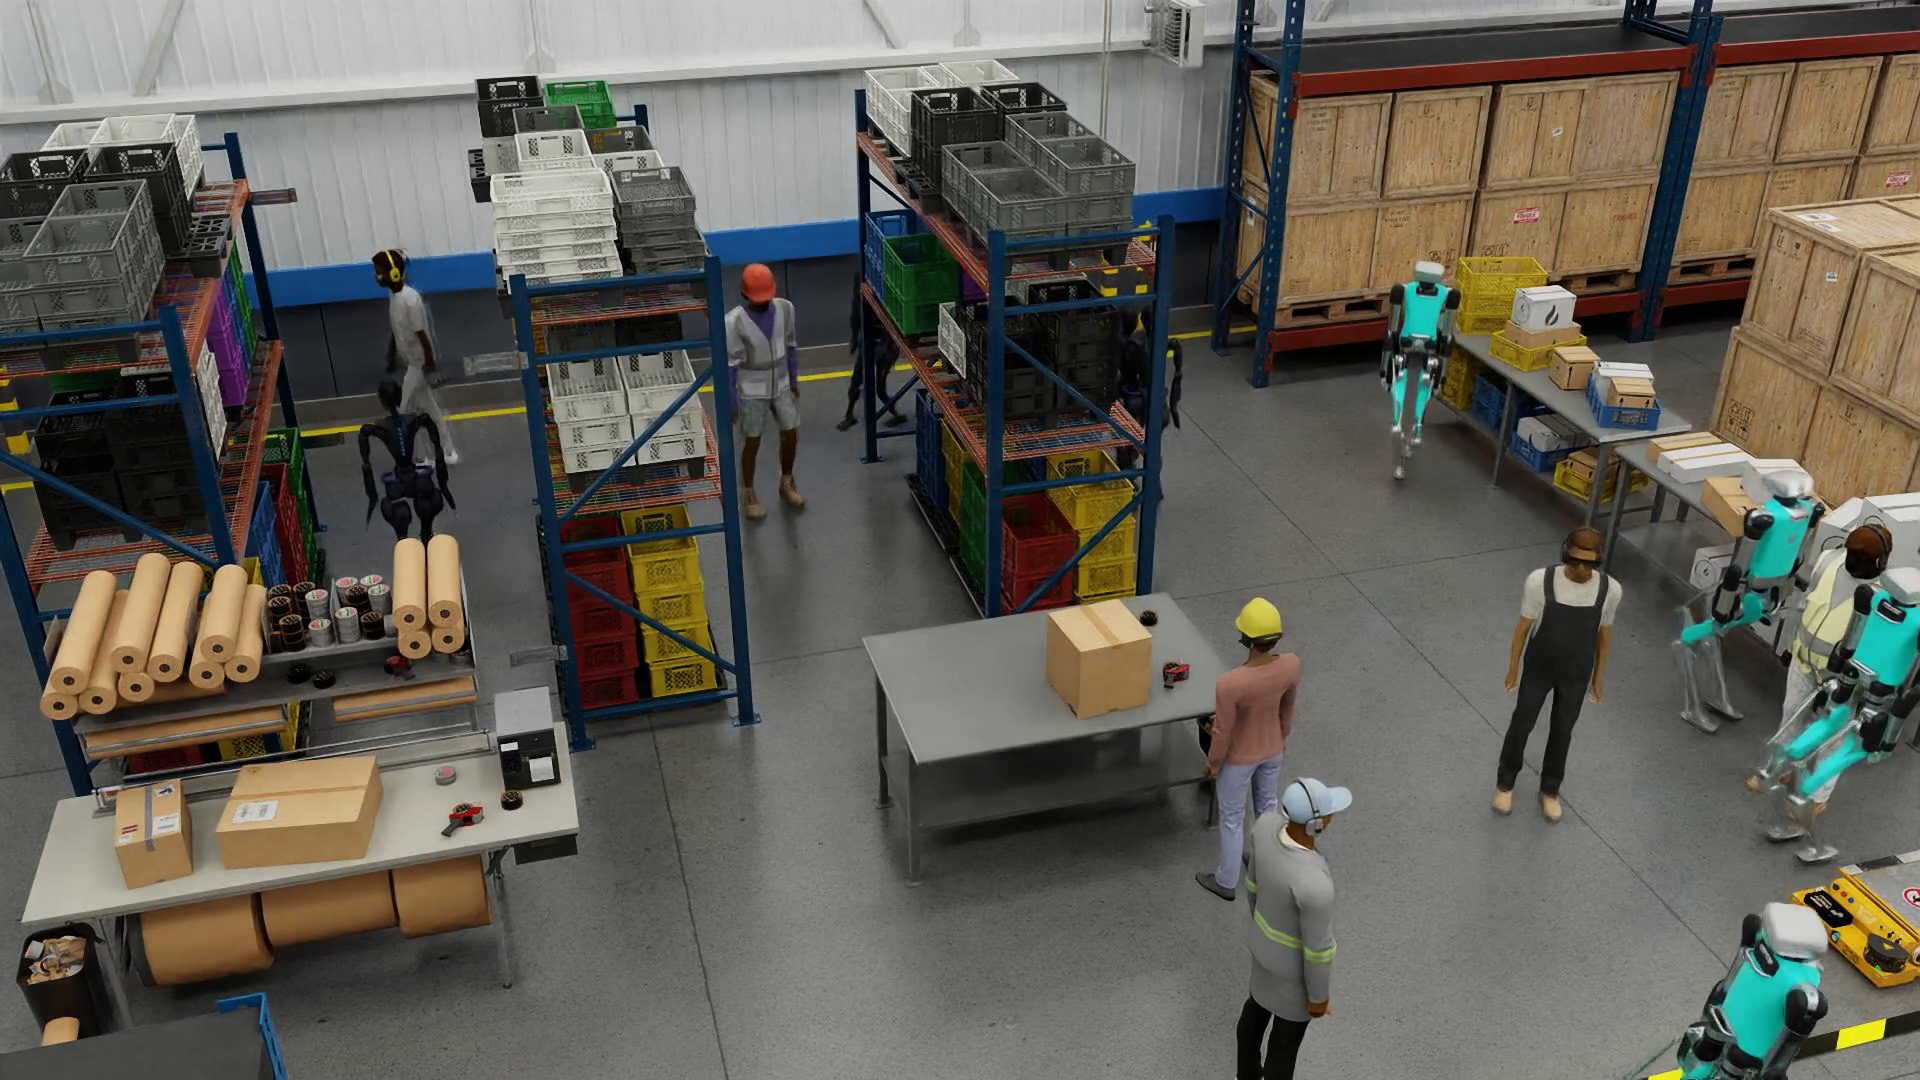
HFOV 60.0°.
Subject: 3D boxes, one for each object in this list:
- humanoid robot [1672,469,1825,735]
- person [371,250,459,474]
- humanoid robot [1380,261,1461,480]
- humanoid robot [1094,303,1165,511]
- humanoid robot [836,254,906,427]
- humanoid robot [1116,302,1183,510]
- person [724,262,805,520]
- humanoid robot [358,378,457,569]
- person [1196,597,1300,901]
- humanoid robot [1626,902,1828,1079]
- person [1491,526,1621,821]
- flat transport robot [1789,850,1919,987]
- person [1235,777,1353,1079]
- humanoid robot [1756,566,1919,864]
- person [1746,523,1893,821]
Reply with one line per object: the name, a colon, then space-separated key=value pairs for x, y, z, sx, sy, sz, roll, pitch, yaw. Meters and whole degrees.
humanoid robot: x=4.640 y=0.309 z=10.031 sx=0.539 sy=1.763 sz=0.685 roll=-11 pitch=31 yaw=-20
person: x=-4.351 y=-1.360 z=12.993 sx=0.692 sy=1.844 sz=0.558 roll=-17 pitch=33 yaw=-28
humanoid robot: x=3.525 y=-1.242 z=12.883 sx=0.539 sy=1.740 sz=0.975 roll=5 pitch=29 yaw=10
humanoid robot: x=1.278 y=-1.054 z=12.655 sx=0.634 sy=1.640 sz=0.599 roll=-10 pitch=30 yaw=-17
humanoid robot: x=-0.728 y=-1.656 z=13.752 sx=0.562 sy=1.639 sz=0.590 roll=-24 pitch=37 yaw=-36
humanoid robot: x=1.366 y=-1.019 z=12.547 sx=0.608 sy=1.656 sz=0.367 roll=-3 pitch=29 yaw=-5
person: x=-1.453 y=-1.117 z=12.384 sx=0.626 sy=2.022 sz=0.411 roll=-18 pitch=34 yaw=-29
humanoid robot: x=-3.713 y=-0.297 z=11.270 sx=0.584 sy=1.636 sz=0.693 roll=-14 pitch=32 yaw=-24
person: x=1.490 y=1.085 z=8.631 sx=0.532 sy=1.768 sz=0.308 roll=-16 pitch=33 yaw=-26
humanoid robot: x=2.875 y=2.191 z=6.650 sx=0.783 sy=1.758 sz=0.552 roll=1 pitch=29 yaw=1
person: x=3.291 y=0.731 z=9.194 sx=0.512 sy=1.843 sz=0.328 roll=5 pitch=29 yaw=9
flat transport robot: x=5.163 y=1.916 z=8.676 sx=1.431 sy=0.231 sz=0.659 roll=-8 pitch=30 yaw=-14
person: x=1.446 y=1.797 z=7.247 sx=0.374 sy=1.852 sz=0.588 roll=-10 pitch=30 yaw=-17
humanoid robot: x=4.634 y=0.957 z=8.817 sx=0.709 sy=1.721 sz=0.539 roll=-10 pitch=30 yaw=-17
person: x=4.844 y=0.717 z=9.235 sx=0.429 sy=1.834 sz=0.631 roll=-11 pitch=31 yaw=-18
